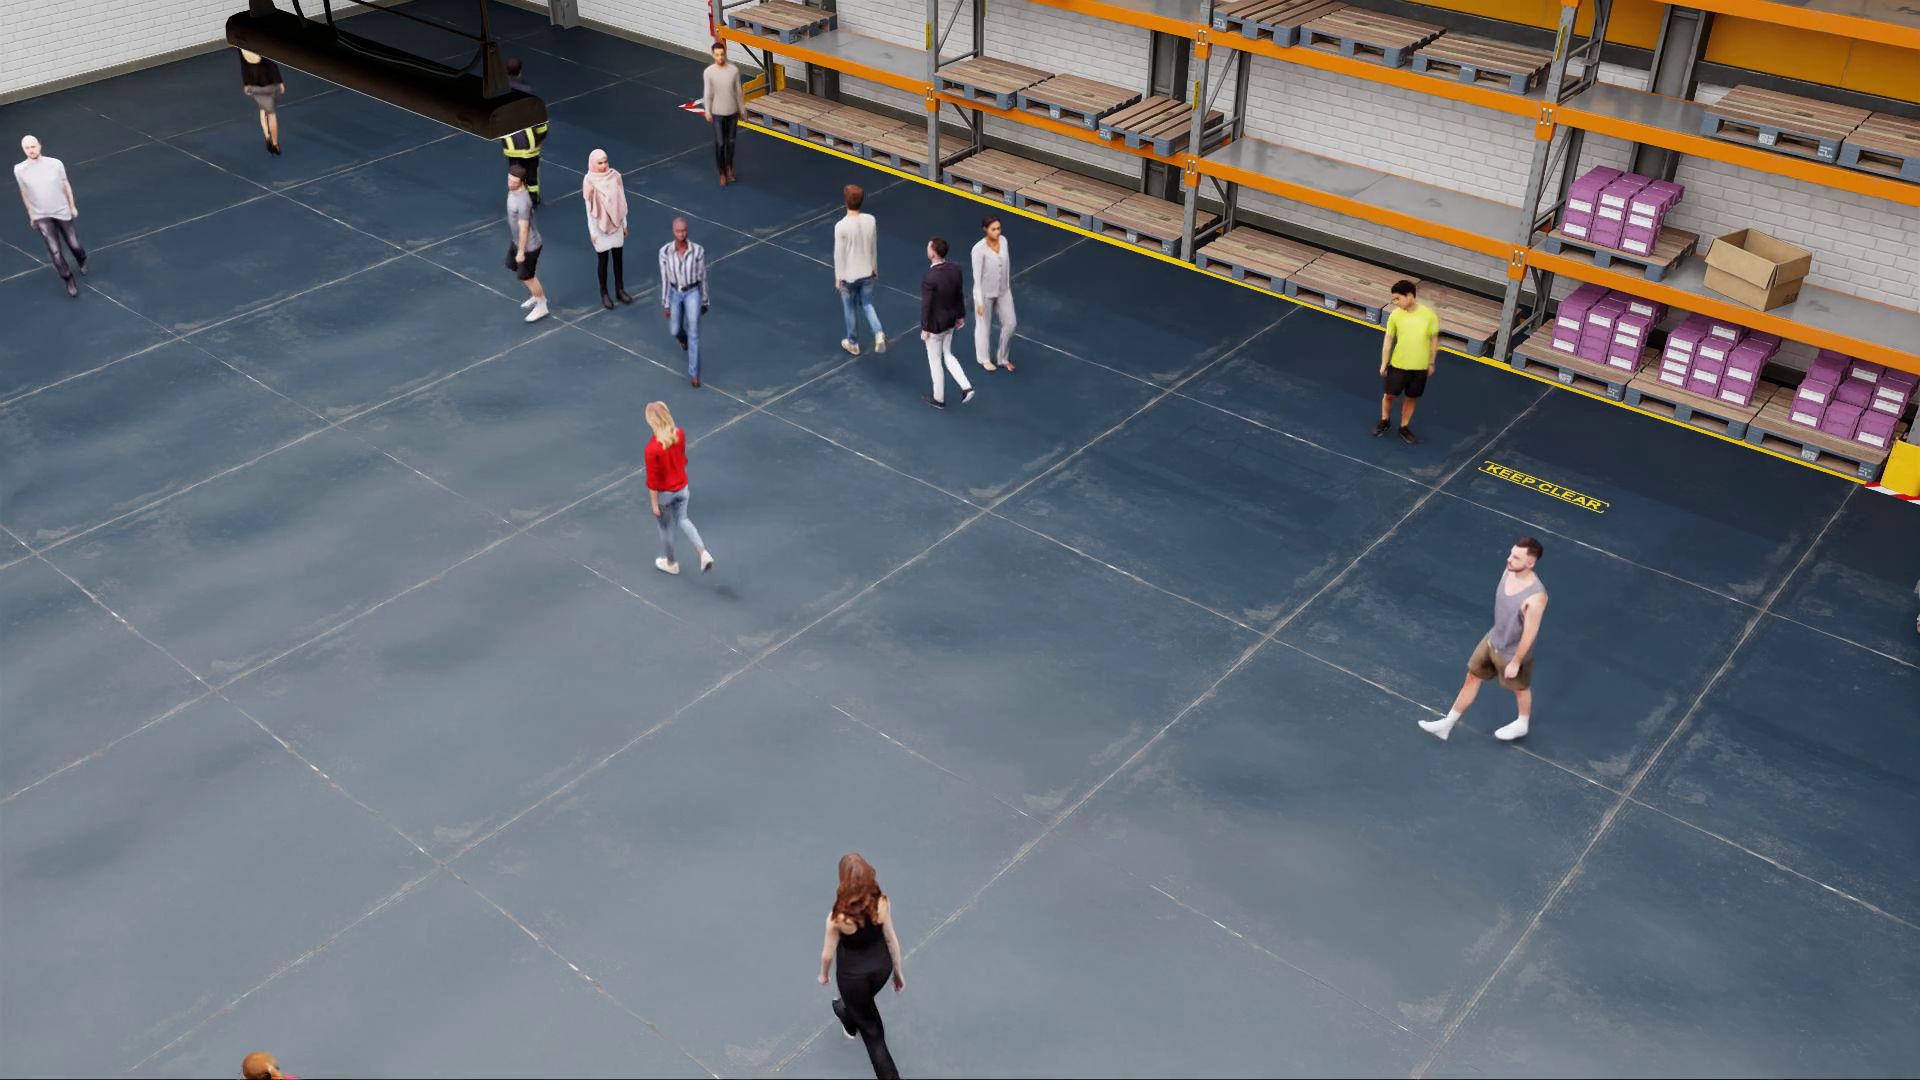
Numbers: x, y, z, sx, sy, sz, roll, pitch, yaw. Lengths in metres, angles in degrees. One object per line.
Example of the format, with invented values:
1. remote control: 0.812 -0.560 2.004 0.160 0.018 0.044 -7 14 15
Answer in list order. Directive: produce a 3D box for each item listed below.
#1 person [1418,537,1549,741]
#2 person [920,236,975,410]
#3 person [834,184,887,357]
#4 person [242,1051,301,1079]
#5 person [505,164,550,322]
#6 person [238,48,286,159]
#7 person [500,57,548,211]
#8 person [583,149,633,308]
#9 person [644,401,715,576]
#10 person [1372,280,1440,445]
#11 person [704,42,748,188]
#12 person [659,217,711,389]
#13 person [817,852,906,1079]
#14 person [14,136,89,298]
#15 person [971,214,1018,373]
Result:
1. person: 4.090 0.759 12.090 1.118 1.806 1.142 -9 35 -13
2. person: -0.127 -2.089 16.371 0.840 1.833 0.695 28 43 35
3. person: -1.040 -2.735 17.297 0.835 1.884 1.025 -18 38 -25
4. person: -3.488 3.239 8.842 0.474 1.295 0.769 24 40 31
5. person: -4.702 -3.253 18.122 0.946 1.835 0.770 -7 34 -11
6. person: -9.341 -5.984 22.234 0.756 1.830 0.825 -1 34 -2
7. person: -5.484 -5.015 20.700 0.946 1.914 1.007 -3 34 -4
8. person: -3.928 -3.473 18.483 0.665 1.802 0.637 -23 40 -31
9. person: -2.368 -0.380 13.925 0.881 1.695 0.655 22 39 29
10. person: 4.332 -1.706 15.944 0.696 1.669 0.819 -3 34 -4
11. person: -3.070 -5.566 21.586 0.801 1.851 0.858 -14 36 -20
12. person: -2.823 -2.470 16.999 0.985 1.773 1.057 -5 34 -7
13. person: -0.504 2.566 9.494 0.824 1.694 1.209 -19 38 -26
14. person: -10.260 -3.700 18.810 0.879 1.816 1.014 -14 36 -20
15. person: 0.273 -2.588 17.223 0.757 1.722 0.770 -21 39 -29
